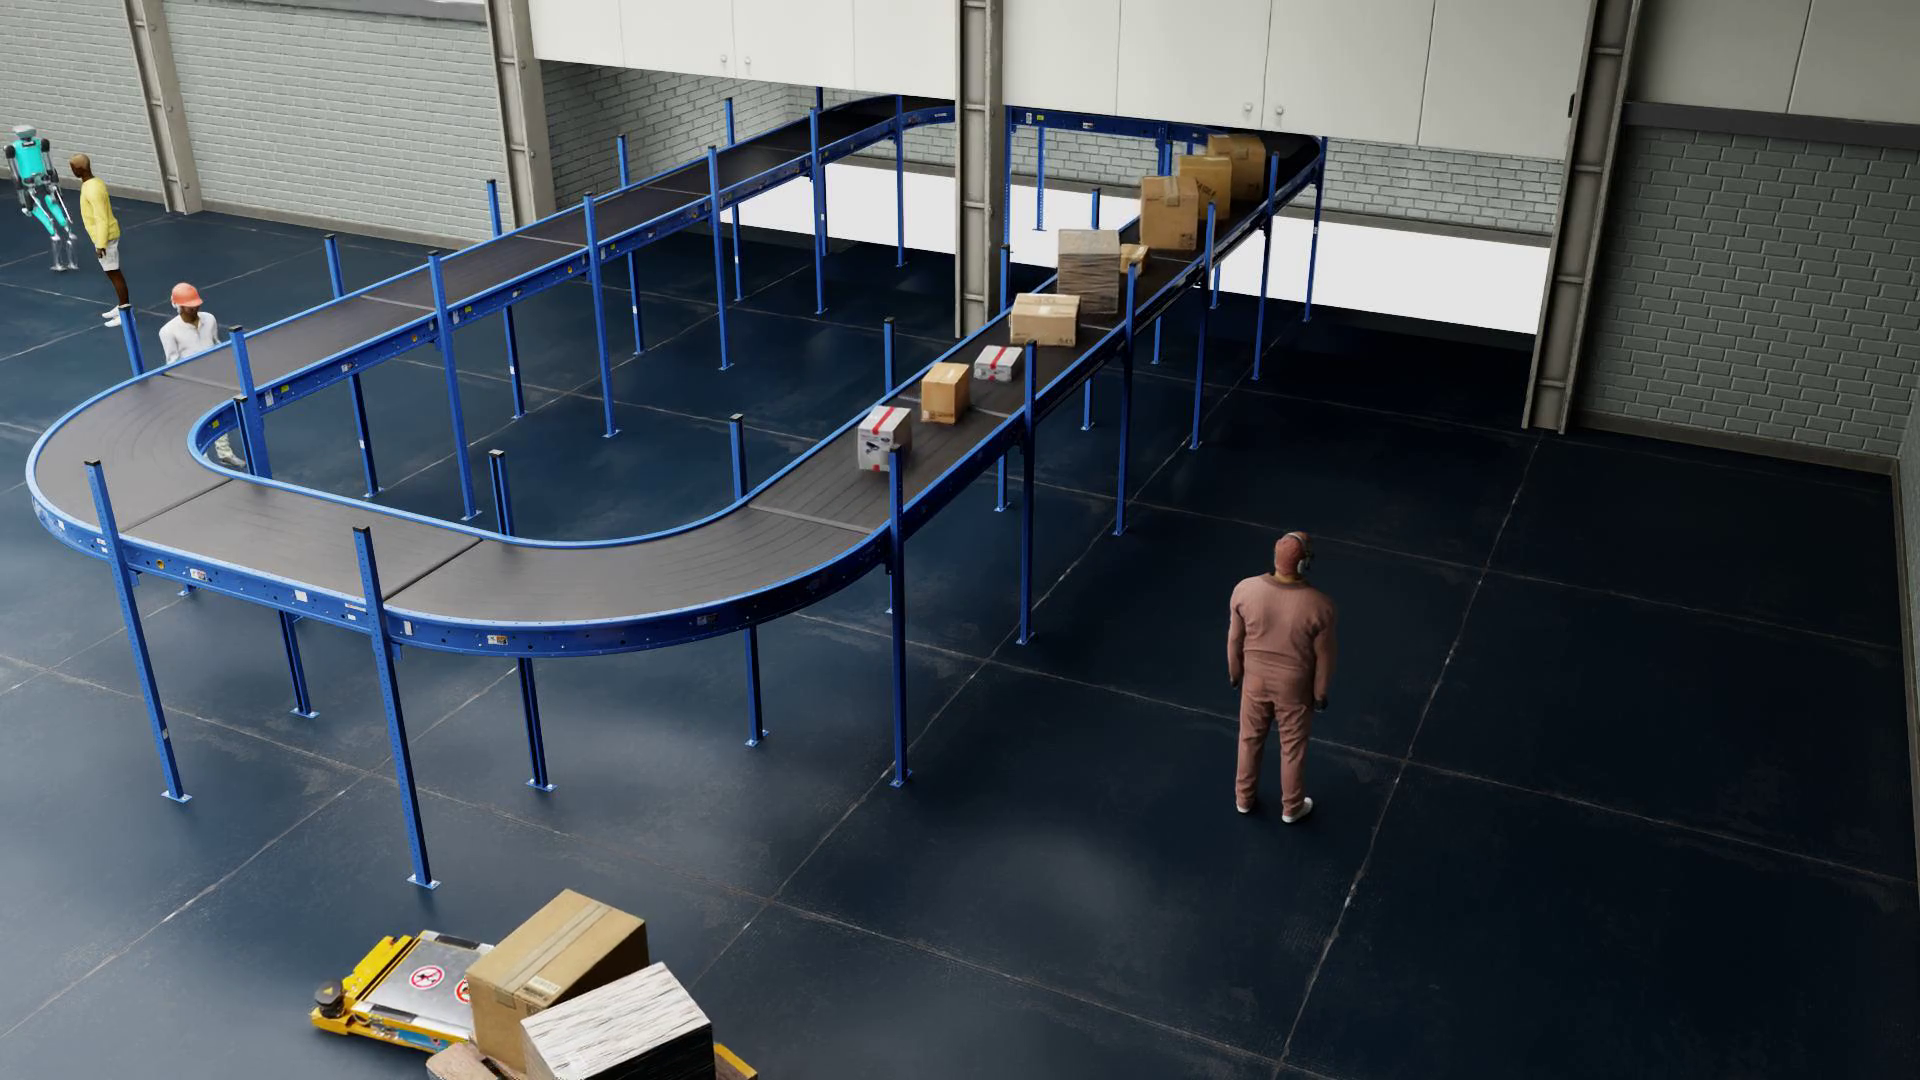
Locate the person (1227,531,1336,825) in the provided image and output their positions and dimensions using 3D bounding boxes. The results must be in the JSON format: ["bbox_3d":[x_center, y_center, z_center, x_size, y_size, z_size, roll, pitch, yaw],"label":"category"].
[{"bbox_3d":[1.919,0.828,9.975,0.641,1.902,0.403,12,29,23],"label":"person"}]

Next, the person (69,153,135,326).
[{"bbox_3d":[-9.445,-3.313,18.320,0.374,1.900,0.544,-12,29,-23],"label":"person"}]

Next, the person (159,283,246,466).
[{"bbox_3d":[-6.685,-1.424,14.675,0.333,1.750,0.564,13,29,24],"label":"person"}]

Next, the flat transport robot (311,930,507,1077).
[{"bbox_3d":[-2.567,2.401,8.638,1.431,0.231,0.659,8,28,16],"label":"flat transport robot"}]

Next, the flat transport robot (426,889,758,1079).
[{"bbox_3d":[-1.738,2.745,7.945,0.659,0.231,1.431,23,35,39],"label":"flat transport robot"}]

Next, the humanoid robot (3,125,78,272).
[{"bbox_3d":[-10.937,-4.060,19.968,0.682,1.767,0.531,17,31,31],"label":"humanoid robot"}]
